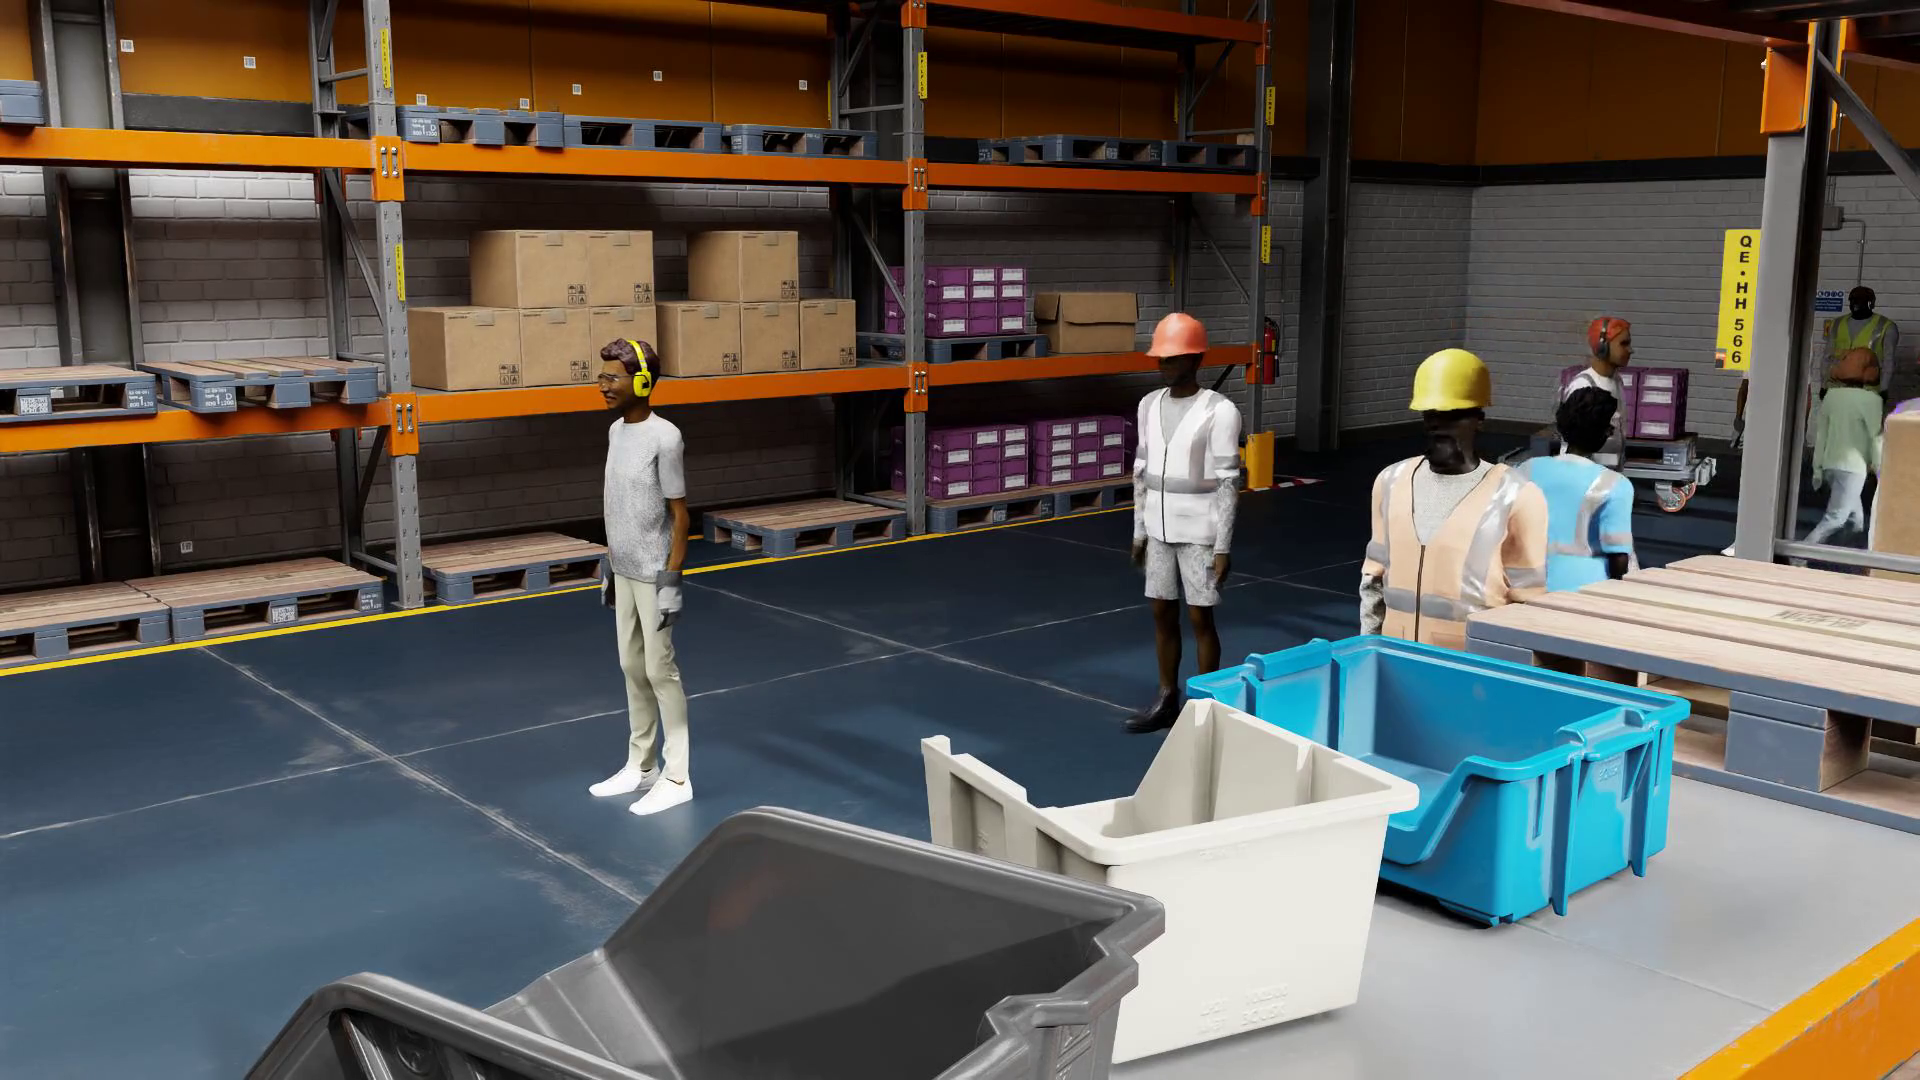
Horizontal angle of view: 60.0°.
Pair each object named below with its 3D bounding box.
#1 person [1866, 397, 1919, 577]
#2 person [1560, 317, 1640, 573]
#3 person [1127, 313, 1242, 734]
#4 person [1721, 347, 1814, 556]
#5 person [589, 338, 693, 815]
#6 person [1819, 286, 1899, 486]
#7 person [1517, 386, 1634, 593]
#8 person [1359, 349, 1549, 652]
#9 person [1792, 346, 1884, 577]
[{"bbox_3d":[4.119,0.039,6.979,0.504,1.928,0.589,-9,13,-40],"label":"person"},{"bbox_3d":[3.538,-0.300,9.150,1.002,1.826,0.600,10,14,44],"label":"person"},{"bbox_3d":[0.976,-0.038,7.431,0.415,1.929,0.558,-10,14,-44],"label":"person"},{"bbox_3d":[5.719,-0.783,11.757,0.315,1.870,0.532,-9,13,-40],"label":"person"},{"bbox_3d":[-1.268,0.143,6.570,0.315,1.870,0.532,-9,13,-40],"label":"person"},{"bbox_3d":[8.285,-1.423,15.416,0.429,1.842,0.634,-9,13,-40],"label":"person"},{"bbox_3d":[2.349,0.237,6.545,0.477,1.680,0.552,-8,13,-37],"label":"person"},{"bbox_3d":[1.434,0.399,4.983,0.385,1.925,0.603,-9,13,-41],"label":"person"},{"bbox_3d":[5.568,-0.426,10.517,0.845,1.597,0.492,-1,10,-7],"label":"person"}]
